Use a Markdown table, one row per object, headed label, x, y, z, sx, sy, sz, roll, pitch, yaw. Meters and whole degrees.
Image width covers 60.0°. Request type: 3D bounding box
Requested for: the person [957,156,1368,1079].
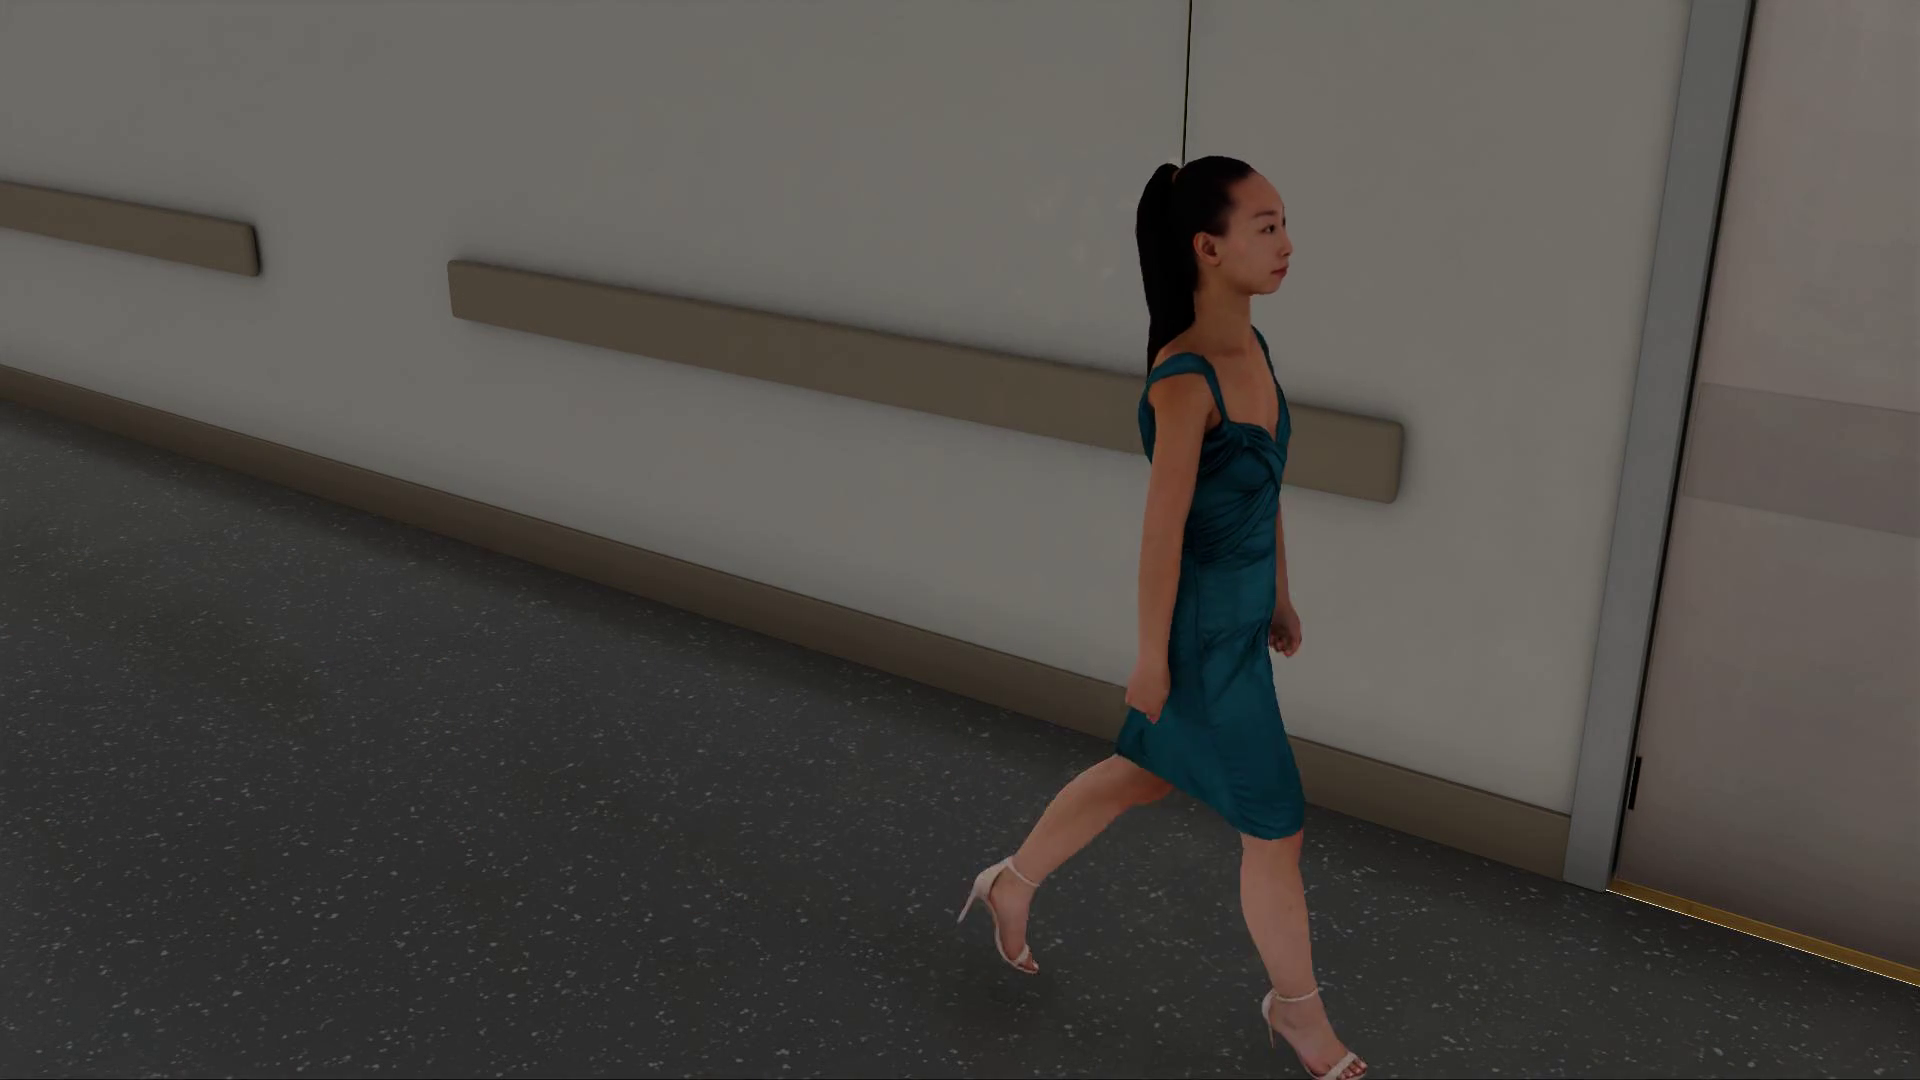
| label | x | y | z | sx | sy | sz | roll | pitch | yaw |
| --- | --- | --- | --- | --- | --- | --- | --- | --- | --- |
| person | 0.361 | 0.182 | 2.971 | 0.764 | 1.648 | 1.025 | 9 | 22 | 22 |
